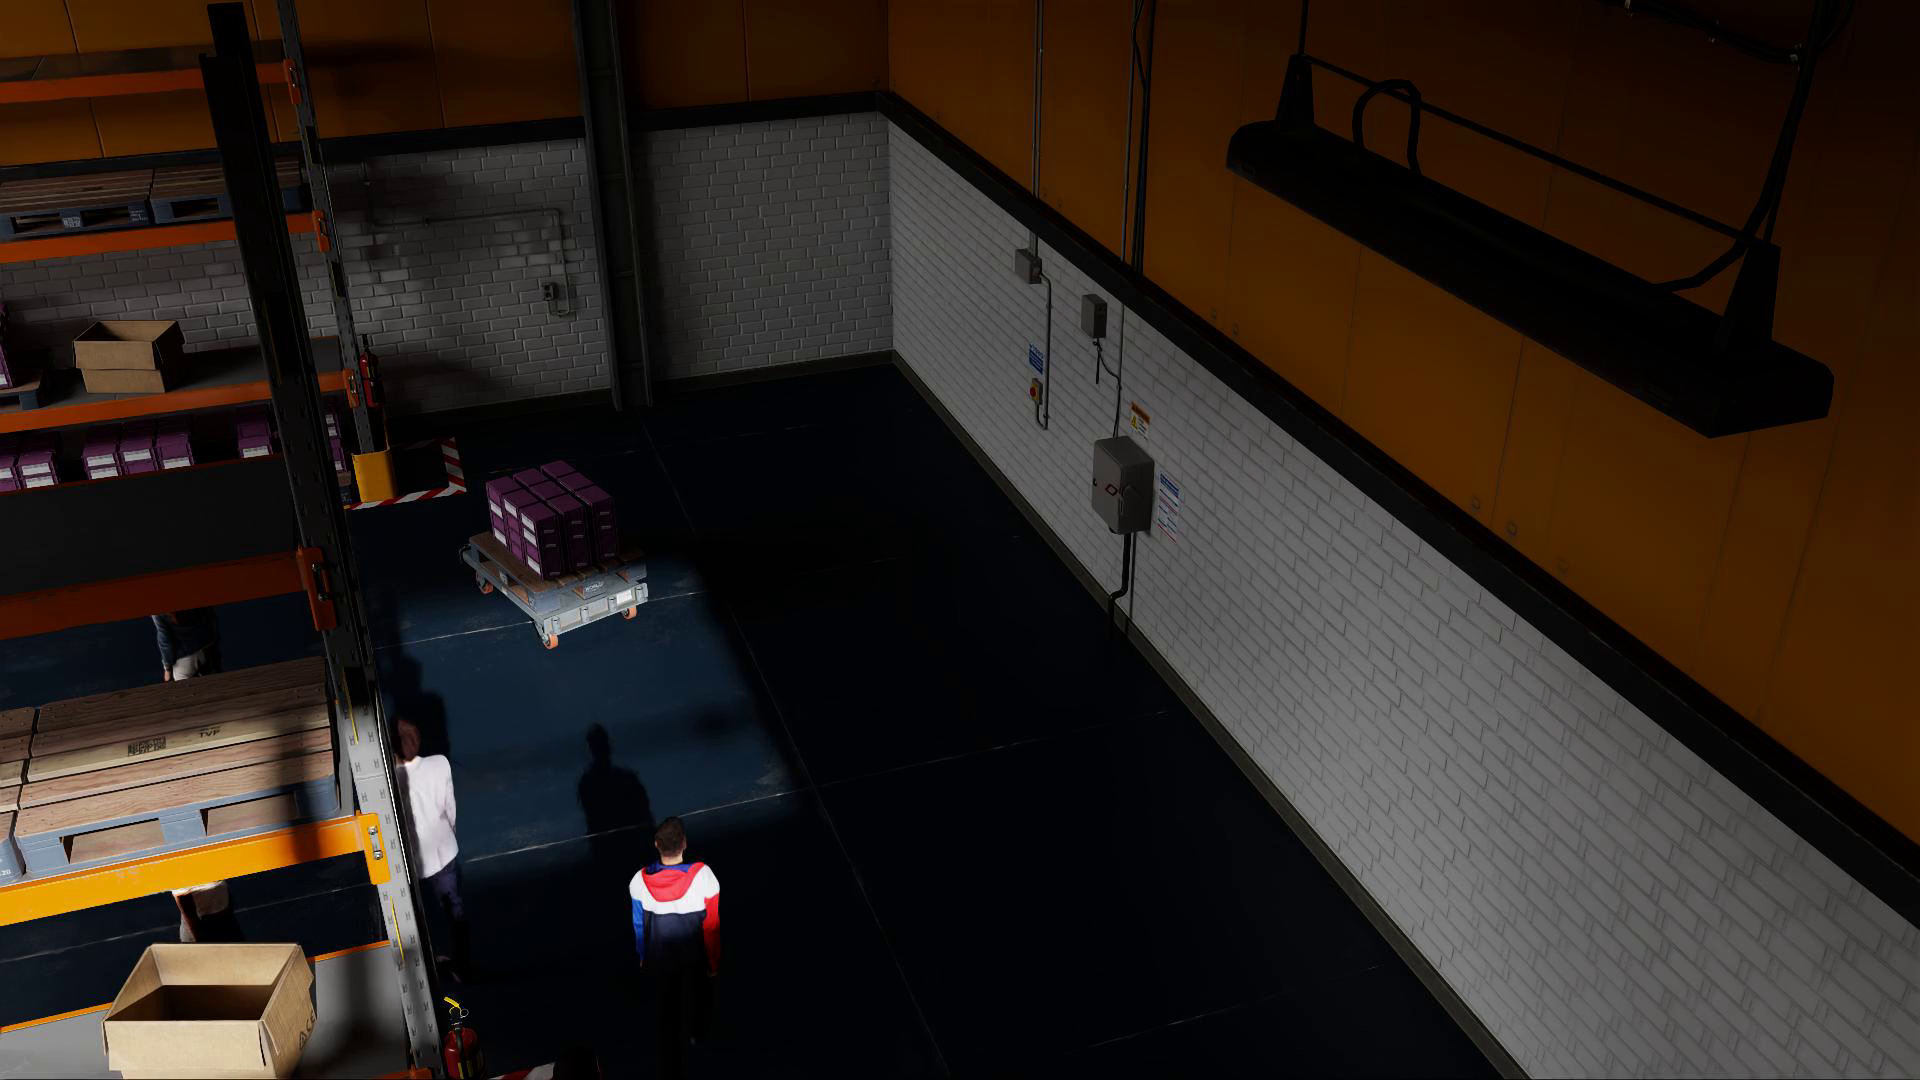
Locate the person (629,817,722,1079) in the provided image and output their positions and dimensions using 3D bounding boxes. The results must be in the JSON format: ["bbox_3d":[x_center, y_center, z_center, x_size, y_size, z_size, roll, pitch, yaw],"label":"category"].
[{"bbox_3d":[-1.545,2.311,9.096,1.120,1.725,0.888,-3,29,-6],"label":"person"}]

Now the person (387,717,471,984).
[{"bbox_3d":[-3.086,1.882,9.770,0.901,1.833,0.818,21,35,33],"label":"person"}]
